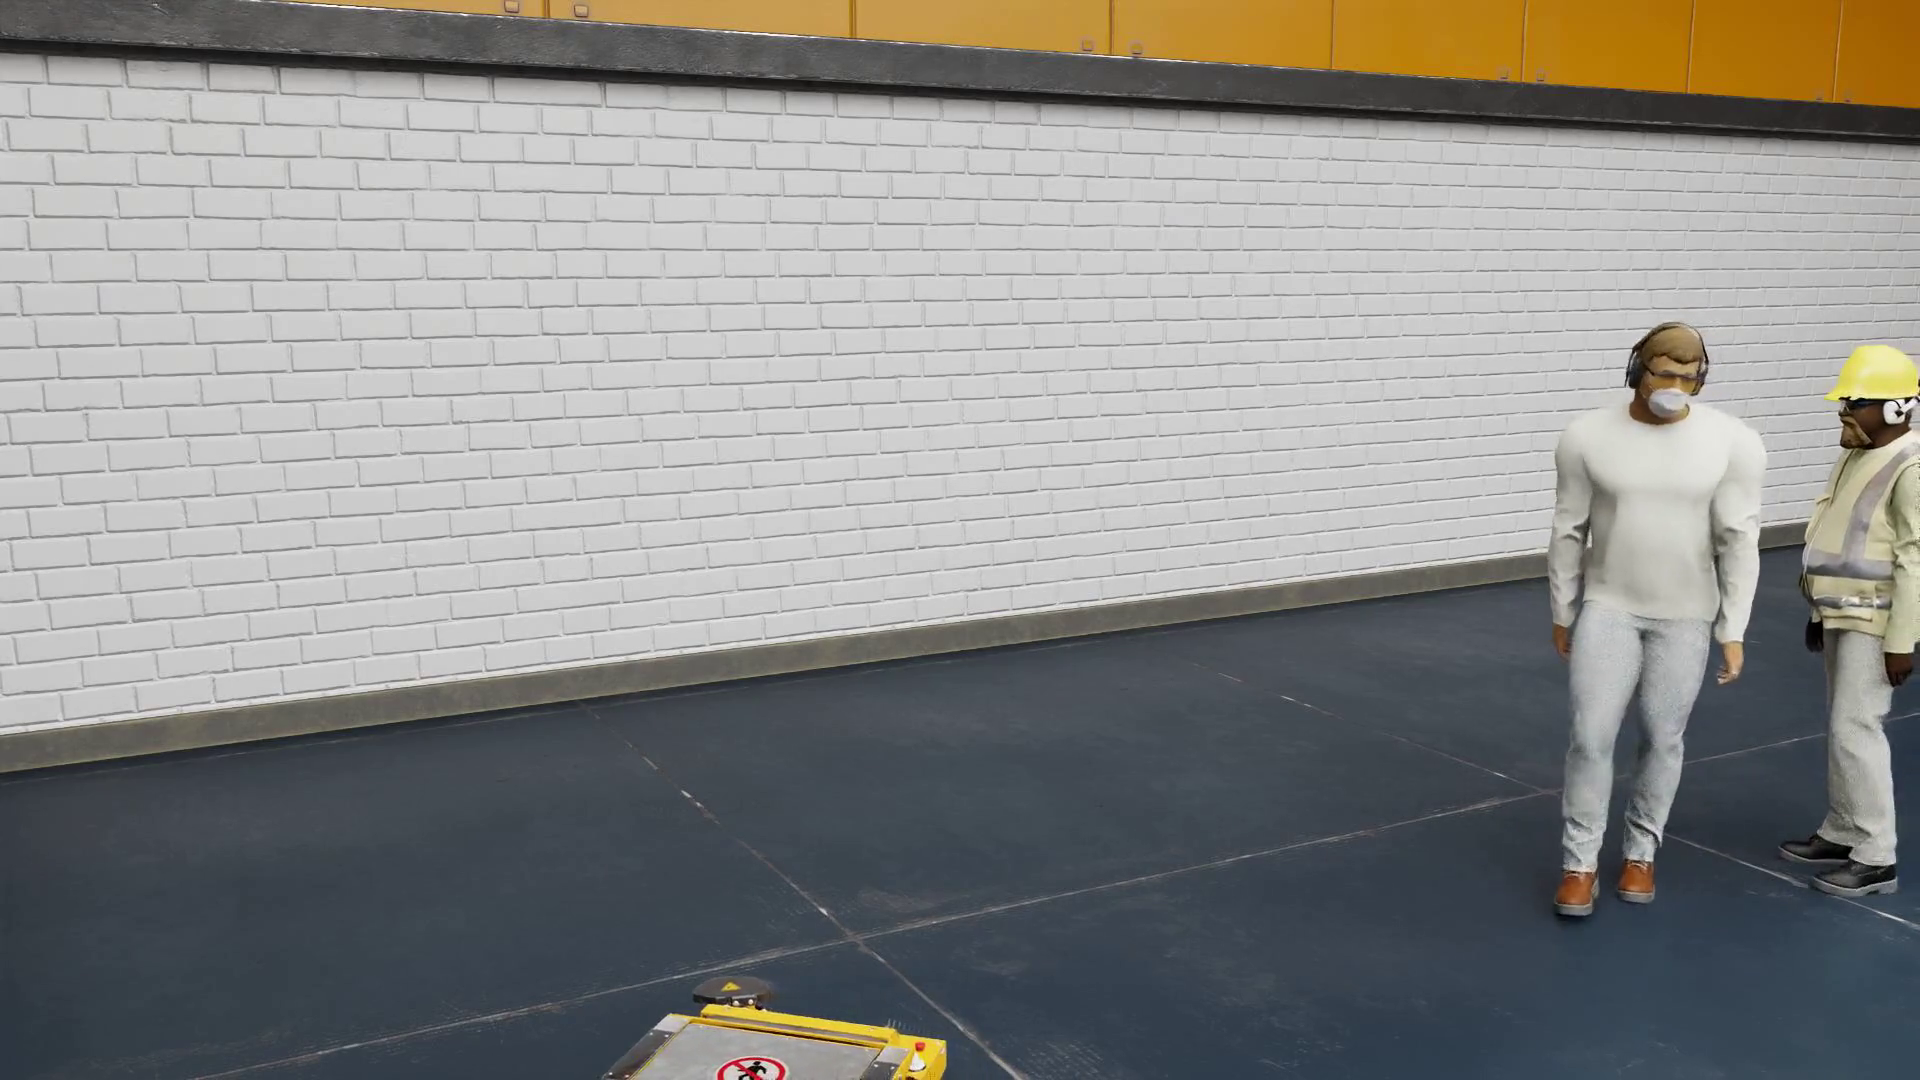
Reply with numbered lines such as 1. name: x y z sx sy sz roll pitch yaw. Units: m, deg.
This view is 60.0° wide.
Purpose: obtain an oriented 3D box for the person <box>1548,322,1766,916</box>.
1. person: 2.169 0.275 5.269 0.622 1.905 0.730 4 11 23

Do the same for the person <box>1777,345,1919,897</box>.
1. person: 3.048 0.259 5.601 0.404 1.820 0.608 2 10 9

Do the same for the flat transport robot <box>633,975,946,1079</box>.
1. flat transport robot: -0.545 1.366 3.667 0.652 0.197 1.431 3 10 16
